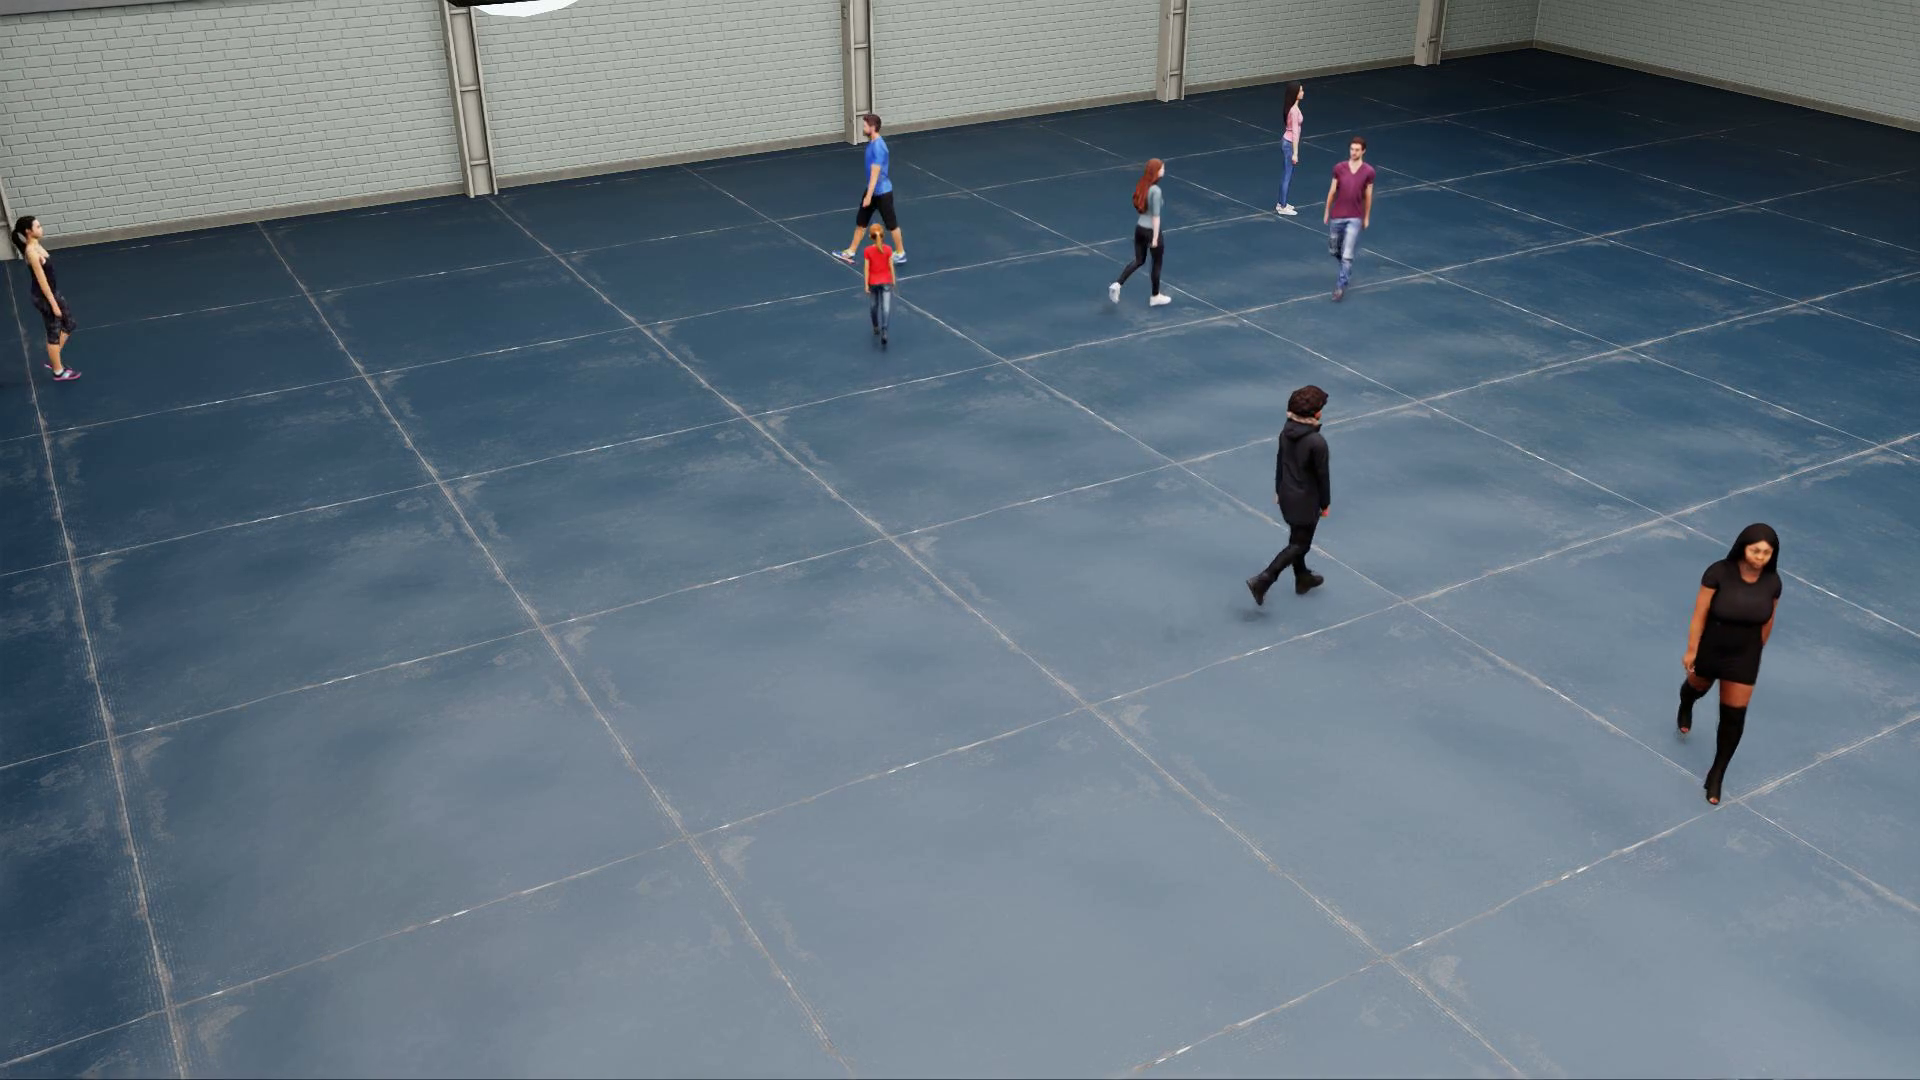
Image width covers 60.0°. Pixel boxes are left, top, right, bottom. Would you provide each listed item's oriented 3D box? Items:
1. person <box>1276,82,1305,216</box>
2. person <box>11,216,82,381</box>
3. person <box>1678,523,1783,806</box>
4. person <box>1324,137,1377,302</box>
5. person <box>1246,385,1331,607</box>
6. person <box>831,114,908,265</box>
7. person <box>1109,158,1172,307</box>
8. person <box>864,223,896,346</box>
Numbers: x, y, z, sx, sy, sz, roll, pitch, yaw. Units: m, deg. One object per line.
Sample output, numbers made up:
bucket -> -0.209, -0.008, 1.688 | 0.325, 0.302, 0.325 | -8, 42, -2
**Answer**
person -> 4.425, -5.262, 22.274 | 0.672, 1.743, 0.648 | 1, 27, 3
person -> -9.302, -2.412, 16.764 | 0.617, 1.720, 0.615 | -12, 29, -22
person -> 4.856, 0.698, 10.623 | 1.123, 1.814, 1.232 | 9, 29, 17
person -> 4.502, -3.761, 19.269 | 1.040, 1.825, 1.219 | 13, 30, 24
person -> 2.539, -0.296, 12.610 | 1.059, 1.761, 0.600 | -16, 31, -28
person -> -0.888, -4.202, 20.128 | 1.210, 1.824, 0.810 | -8, 28, -16
person -> 2.048, -3.430, 18.738 | 1.037, 1.723, 0.616 | -13, 30, -23
person -> -0.853, -2.735, 17.857 | 0.885, 1.295, 0.812 | 0, 27, 0
